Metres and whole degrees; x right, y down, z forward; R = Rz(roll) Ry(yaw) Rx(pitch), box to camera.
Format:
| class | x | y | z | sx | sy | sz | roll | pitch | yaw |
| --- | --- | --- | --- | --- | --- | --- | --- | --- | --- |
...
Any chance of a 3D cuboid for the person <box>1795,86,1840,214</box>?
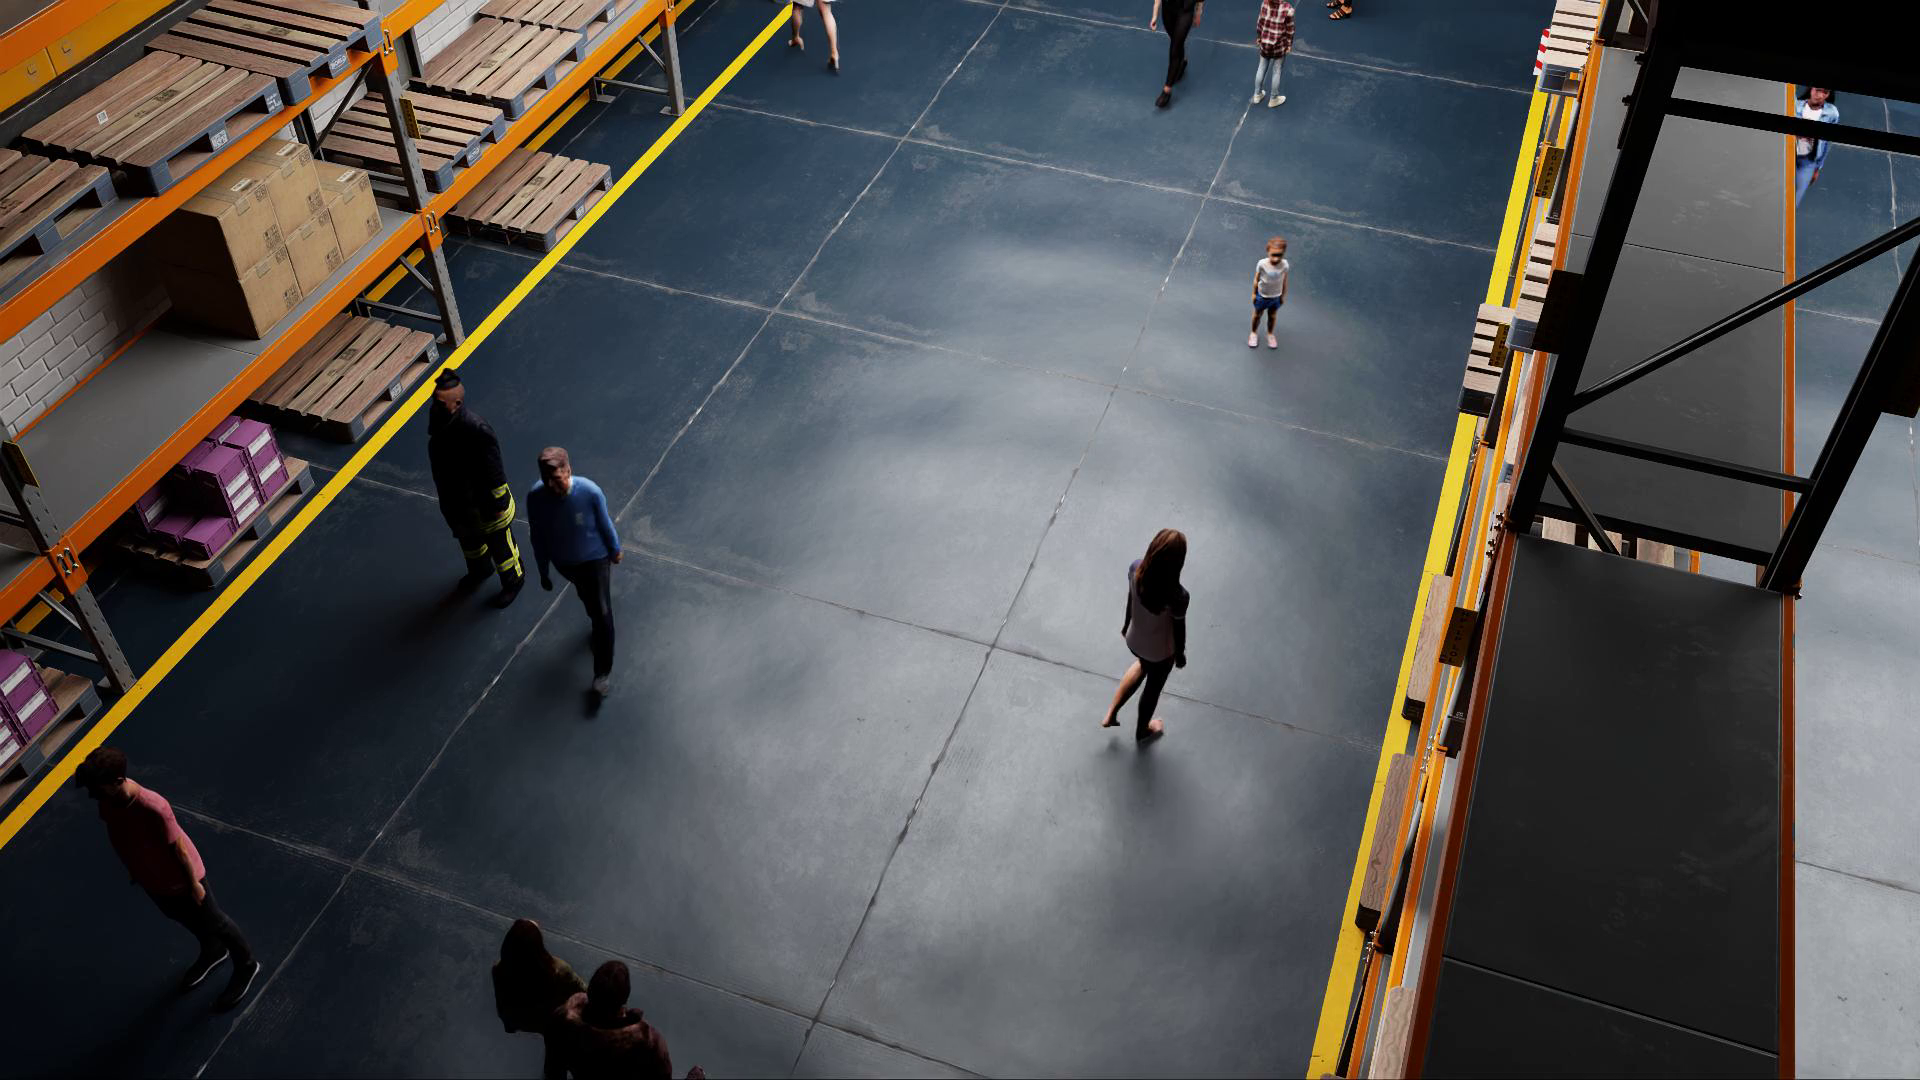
| class | x | y | z | sx | sy | sz | roll | pitch | yaw |
| --- | --- | --- | --- | --- | --- | --- | --- | --- | --- |
| person | 7.079 | -3.222 | 14.170 | 0.679 | 1.685 | 1.060 | 17 | 46 | 17 |

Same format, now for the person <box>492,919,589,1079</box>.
| class | x | y | z | sx | sy | sz | roll | pitch | yaw |
| --- | --- | --- | --- | --- | --- | --- | --- | --- | --- |
| person | -2.112 | 2.467 | 8.377 | 0.757 | 1.439 | 1.047 | 4 | 44 | 4 |

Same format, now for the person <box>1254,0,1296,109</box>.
| class | x | y | z | sx | sy | sz | roll | pitch | yaw |
| --- | --- | --- | --- | --- | --- | --- | --- | --- | --- |
| person | 3.048 | -4.849 | 16.153 | 0.581 | 1.305 | 0.569 | 26 | 49 | 25 |

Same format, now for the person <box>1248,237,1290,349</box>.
| class | x | y | z | sx | sy | sz | roll | pitch | yaw |
| --- | --- | --- | --- | --- | --- | --- | --- | --- | --- |
| person | 2.491 | -2.003 | 13.373 | 0.451 | 1.019 | 0.463 | 4 | 44 | 4 |

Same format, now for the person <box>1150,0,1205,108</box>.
| class | x | y | z | sx | sy | sz | roll | pitch | yaw |
| --- | --- | --- | --- | --- | --- | --- | --- | --- | --- |
| person | 2.156 | -5.183 | 16.241 | 0.694 | 1.668 | 1.187 | 19 | 47 | 19 |

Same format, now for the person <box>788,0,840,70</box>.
| class | x | y | z | sx | sy | sz | roll | pitch | yaw |
| --- | --- | --- | --- | --- | --- | --- | --- | --- | --- |
| person | -1.408 | -5.552 | 16.582 | 1.070 | 1.733 | 1.043 | -26 | 50 | -25 |

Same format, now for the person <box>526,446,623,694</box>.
| class | x | y | z | sx | sy | sz | roll | pitch | yaw |
| --- | --- | --- | --- | --- | --- | --- | --- | --- | --- |
| person | -2.441 | 0.025 | 10.693 | 0.865 | 1.781 | 1.116 | 1 | 44 | 1 |

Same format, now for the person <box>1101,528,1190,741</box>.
| class | x | y | z | sx | sy | sz | roll | pitch | yaw |
| --- | --- | --- | --- | --- | --- | --- | --- | --- | --- |
| person | 1.102 | 0.656 | 10.076 | 0.826 | 1.717 | 0.763 | -28 | 50 | -26 |

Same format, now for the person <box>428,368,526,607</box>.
| class | x | y | z | sx | sy | sz | roll | pitch | yaw |
| --- | --- | --- | --- | --- | --- | --- | --- | --- | --- |
| person | -3.239 | -0.363 | 11.042 | 0.799 | 1.860 | 0.751 | 22 | 48 | 22 |

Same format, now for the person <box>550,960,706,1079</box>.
| class | x | y | z | sx | sy | sz | roll | pitch | yaw |
| --- | --- | --- | --- | --- | --- | --- | --- | --- | --- |
| person | -1.650 | 2.699 | 7.877 | 0.827 | 1.792 | 1.164 | 9 | 44 | 9 |

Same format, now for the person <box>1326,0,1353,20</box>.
| class | x | y | z | sx | sy | sz | roll | pitch | yaw |
| --- | --- | --- | --- | --- | --- | --- | --- | --- | --- |
| person | 4.099 | -6.308 | 17.397 | 0.735 | 1.703 | 0.584 | 3 | 44 | 3 |

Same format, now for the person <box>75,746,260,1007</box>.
| class | x | y | z | sx | sy | sz | roll | pitch | yaw |
| --- | --- | --- | --- | --- | --- | --- | --- | --- | --- |
| person | -4.164 | 1.728 | 8.776 | 0.621 | 1.958 | 0.550 | 15 | 46 | 15 |
